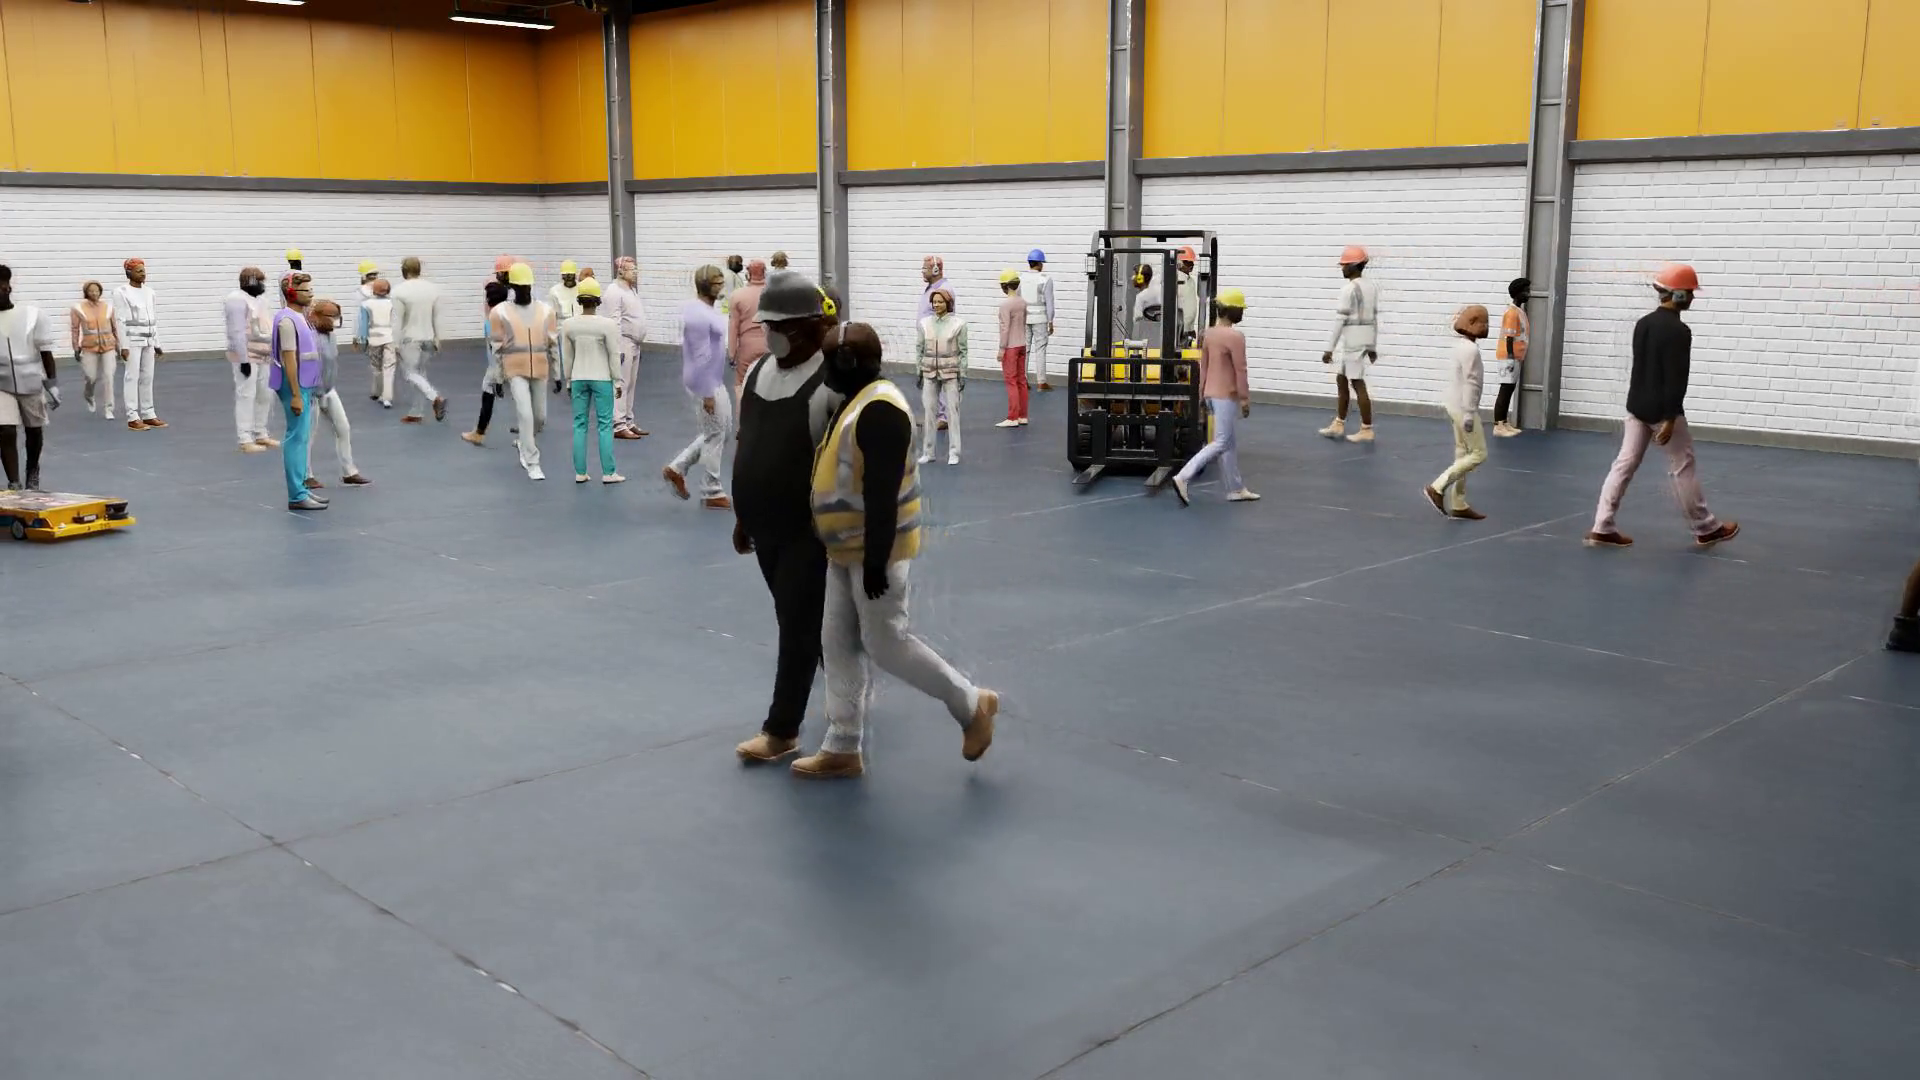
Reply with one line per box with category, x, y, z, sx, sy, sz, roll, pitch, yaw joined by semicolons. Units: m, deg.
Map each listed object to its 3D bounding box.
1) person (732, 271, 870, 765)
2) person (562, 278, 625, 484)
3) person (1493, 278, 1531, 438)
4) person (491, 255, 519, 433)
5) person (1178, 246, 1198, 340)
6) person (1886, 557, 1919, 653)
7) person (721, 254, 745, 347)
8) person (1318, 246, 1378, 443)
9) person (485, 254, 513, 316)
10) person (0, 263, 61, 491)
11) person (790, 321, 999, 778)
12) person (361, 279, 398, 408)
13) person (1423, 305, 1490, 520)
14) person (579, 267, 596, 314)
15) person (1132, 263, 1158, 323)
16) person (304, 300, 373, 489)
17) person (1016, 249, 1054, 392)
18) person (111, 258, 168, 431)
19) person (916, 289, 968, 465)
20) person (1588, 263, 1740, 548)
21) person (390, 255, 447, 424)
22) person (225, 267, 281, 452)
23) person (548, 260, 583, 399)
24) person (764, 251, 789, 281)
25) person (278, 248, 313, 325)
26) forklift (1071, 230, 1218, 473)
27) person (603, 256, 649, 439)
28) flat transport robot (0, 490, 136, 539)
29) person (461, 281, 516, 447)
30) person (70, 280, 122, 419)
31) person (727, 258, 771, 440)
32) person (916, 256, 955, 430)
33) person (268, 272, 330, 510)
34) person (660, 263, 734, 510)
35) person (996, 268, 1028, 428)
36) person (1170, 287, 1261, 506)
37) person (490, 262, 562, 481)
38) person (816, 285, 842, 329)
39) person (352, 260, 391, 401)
person;-0.619;-0.152;6.972;0.694;2.000;0.938;10;14;42
person;-3.155;-1.361;14.309;0.533;1.772;0.299;2;11;12
person;5.864;-1.935;17.659;0.321;1.690;0.533;5;12;26
person;-4.784;-2.097;17.921;0.460;1.914;0.581;-3;11;-16
person;2.784;-2.653;20.737;0.391;1.991;0.625;7;12;33
person;5.211;-0.336;8.354;0.935;1.894;0.573;3;11;17
person;-3.663;-3.674;26.753;0.666;1.825;0.637;1;10;7
person;3.974;-2.014;17.180;0.837;2.010;0.616;7;13;35
person;-6.596;-3.244;24.311;0.653;1.871;0.959;-3;11;-14
person;-7.537;-1.247;13.251;0.610;1.937;0.931;-6;12;-31
person;-0.288;0.041;6.594;0.771;1.802;0.658;-3;11;-17
person;-7.190;-2.454;20.759;0.515;1.583;0.901;-2;11;-13
person;3.754;-0.941;12.398;0.403;1.618;0.528;2;11;9
person;-5.738;-3.394;25.757;0.281;1.636;0.500;-3;11;-16
person;2.134;-2.208;18.800;0.973;1.826;0.532;5;11;24
person;-5.288;-1.207;13.928;0.698;1.590;0.501;2;11;9
person;1.015;-3.000;22.762;0.608;1.943;0.402;6;12;30
person;-9.023;-2.149;18.293;0.354;1.883;0.572;3;11;15
person;-0.172;-1.517;15.510;0.511;1.640;0.308;4;11;19
person;4.807;-0.895;11.292;1.025;1.938;0.610;-2;11;-11
person;-6.049;-2.227;18.636;0.773;1.920;0.629;6;12;31
person;-7.024;-1.774;16.501;0.432;1.819;0.662;0;10;-2
person;-5.009;-2.693;21.471;0.628;1.796;0.838;-2;11;-13
person;-2.507;-3.061;23.183;0.661;1.907;0.900;-3;11;-14
person;-10.135;-3.488;25.463;0.587;1.930;0.357;4;11;22
forklift;1.804;-1.825;15.677;1.214;2.155;2.313;2;11;13
person;-3.505;-2.026;17.556;0.406;1.911;0.638;1;10;6
flat transport robot;-6.763;-0.201;12.069;1.431;0.197;0.652;5;11;25
person;-4.674;-1.760;16.766;0.797;1.667;0.546;5;11;24
person;-10.063;-2.222;19.405;0.520;1.623;0.525;-7;13;-34
person;-2.093;-1.963;17.231;0.671;1.901;0.464;-4;11;-20
person;-0.289;-2.169;18.338;0.403;1.906;0.651;-4;11;-19
person;-5.188;-1.161;13.003;0.388;1.846;0.564;-3;11;-14
person;-2.011;-1.174;12.880;0.582;1.919;0.634;0;10;2
person;0.565;-2.136;18.545;0.328;1.765;0.528;6;12;31
person;2.037;-1.136;13.172;0.809;1.737;0.530;-3;11;-18
person;-3.854;-1.504;14.735;0.594;1.900;0.807;-7;12;-32
person;-0.700;-0.593;9.958;0.614;1.837;0.409;6;12;28
person;-7.576;-2.684;21.383;0.513;1.814;0.625;5;11;25
